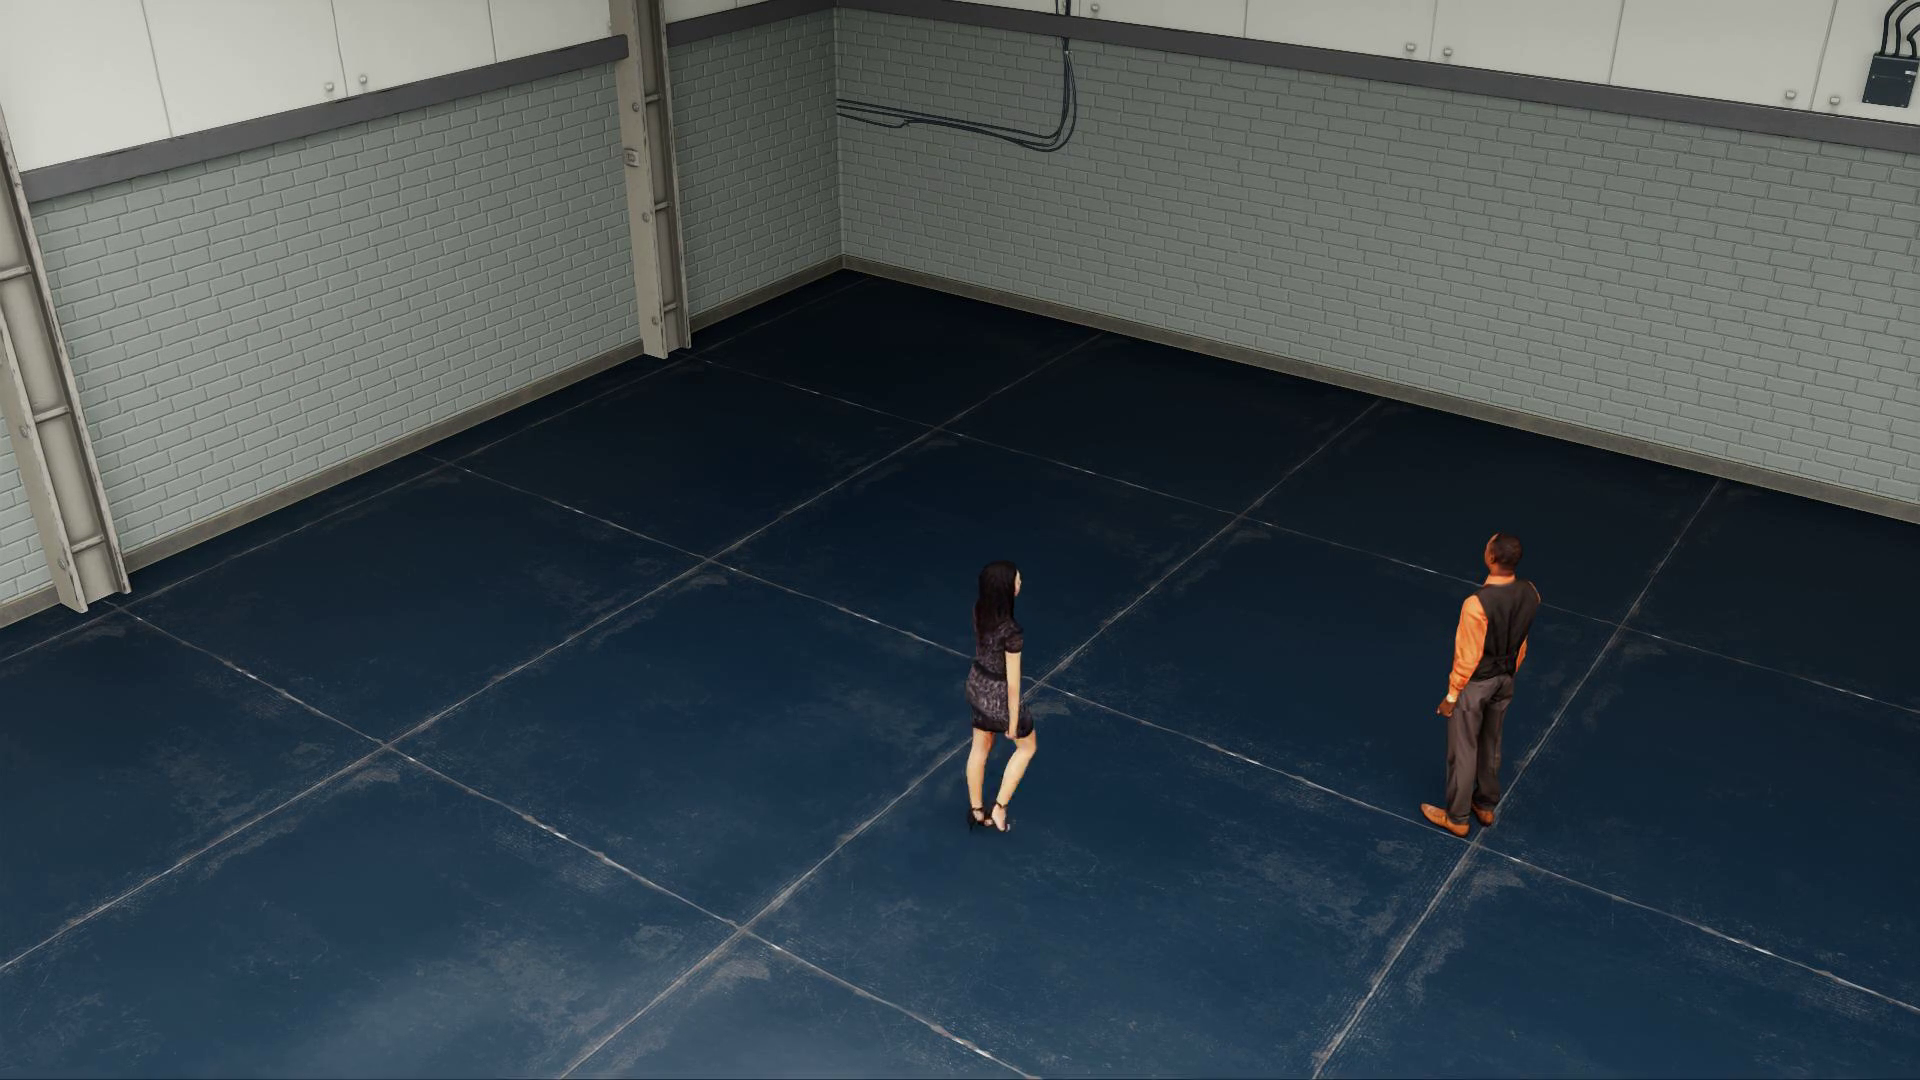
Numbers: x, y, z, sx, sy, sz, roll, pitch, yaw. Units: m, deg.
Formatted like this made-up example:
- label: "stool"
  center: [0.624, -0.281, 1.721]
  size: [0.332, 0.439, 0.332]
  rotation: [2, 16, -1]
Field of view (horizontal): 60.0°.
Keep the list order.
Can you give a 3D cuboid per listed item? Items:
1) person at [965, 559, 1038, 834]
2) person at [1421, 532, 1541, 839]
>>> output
- label: "person"
  center: [0.117, 0.938, 9.346]
  size: [0.687, 1.780, 0.683]
  rotation: [-20, 34, -33]
- label: "person"
  center: [2.972, 0.820, 9.432]
  size: [0.718, 1.908, 0.852]
  rotation: [-14, 31, -25]
